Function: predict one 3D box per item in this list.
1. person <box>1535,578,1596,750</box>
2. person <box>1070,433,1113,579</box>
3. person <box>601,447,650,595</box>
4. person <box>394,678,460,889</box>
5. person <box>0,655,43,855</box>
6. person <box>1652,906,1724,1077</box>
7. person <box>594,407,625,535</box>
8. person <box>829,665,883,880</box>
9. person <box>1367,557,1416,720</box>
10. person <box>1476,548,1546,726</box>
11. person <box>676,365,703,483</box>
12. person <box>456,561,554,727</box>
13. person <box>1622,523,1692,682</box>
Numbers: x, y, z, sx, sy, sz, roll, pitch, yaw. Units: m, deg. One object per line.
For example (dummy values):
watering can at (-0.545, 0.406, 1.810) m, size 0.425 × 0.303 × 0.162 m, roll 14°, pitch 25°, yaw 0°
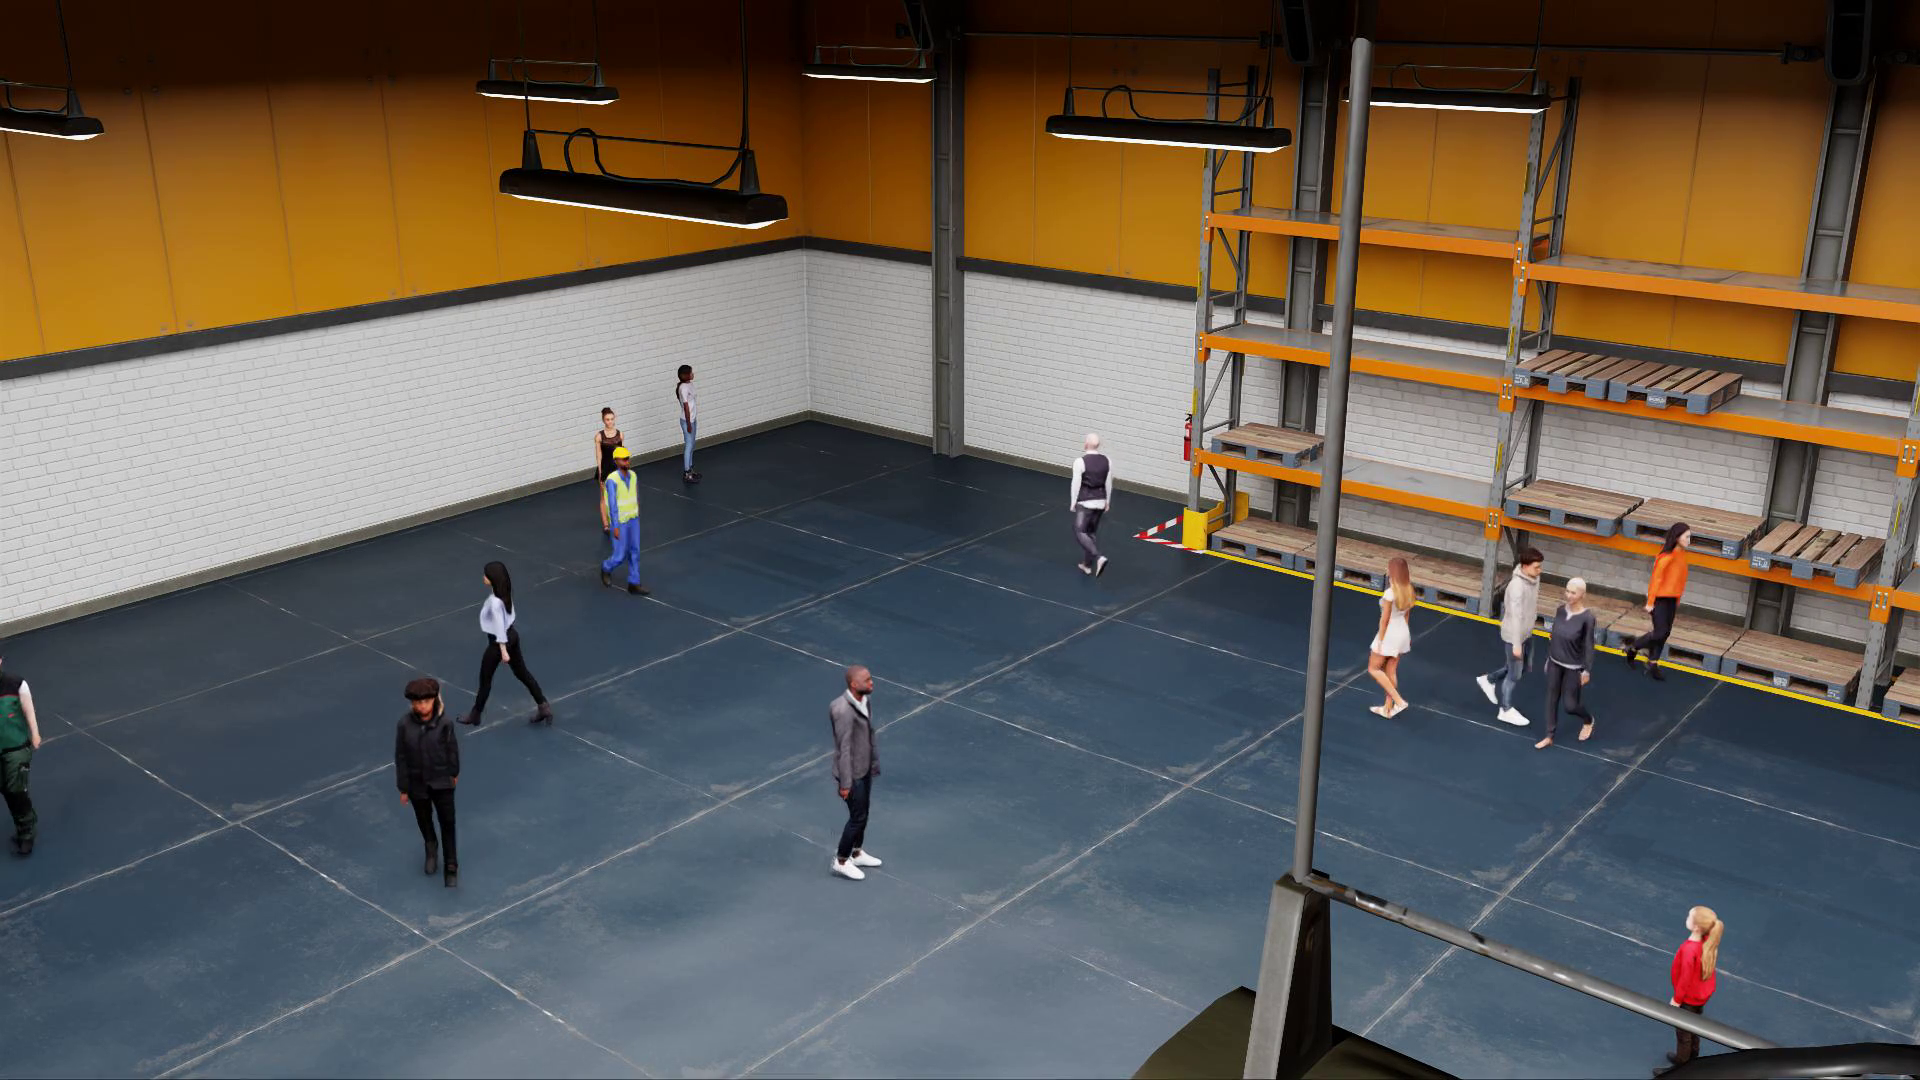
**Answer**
person at (5.816, 1.156, 15.795) m, size 0.842 × 1.714 × 0.859 m, roll -11°, pitch 22°, yaw -30°
person at (1.610, -0.379, 20.213) m, size 0.928 × 1.804 × 1.121 m, roll -9°, pitch 21°, yaw -25°
person at (-4.042, -0.231, 19.771) m, size 0.919 × 1.804 × 0.698 m, roll 13°, pitch 23°, yaw 34°
person at (-4.326, 1.908, 13.519) m, size 0.979 × 1.741 × 1.107 m, roll -4°, pitch 19°, yaw -13°
person at (-8.026, 1.695, 14.018) m, size 0.886 × 1.826 × 0.946 m, roll -1°, pitch 19°, yaw -4°
person at (4.841, 2.996, 11.008) m, size 0.517 × 1.281 × 0.519 m, roll -16°, pitch 25°, yaw -40°
person at (-4.623, -0.930, 22.052) m, size 0.636 × 1.674 × 0.642 m, roll -12°, pitch 22°, yaw -32°
person at (-0.888, 1.869, 13.517) m, size 0.746 × 1.816 × 0.823 m, roll 6°, pitch 20°, yaw 18°
person at (4.301, 1.002, 16.302) m, size 0.670 × 1.681 × 0.760 m, roll -15°, pitch 23°, yaw -37°
person at (5.382, 0.919, 16.318) m, size 0.852 × 1.828 × 0.681 m, roll 14°, pitch 23°, yaw 37°
person at (-3.966, -1.724, 24.339) m, size 0.709 × 1.719 × 0.671 m, roll 1°, pitch 19°, yaw 2°
person at (-4.339, 1.048, 16.152) m, size 1.229 × 1.691 × 1.121 m, roll 0°, pitch 19°, yaw -1°
person at (7.247, 0.628, 17.338) m, size 0.710 × 1.730 × 0.804 m, roll -15°, pitch 24°, yaw -38°
